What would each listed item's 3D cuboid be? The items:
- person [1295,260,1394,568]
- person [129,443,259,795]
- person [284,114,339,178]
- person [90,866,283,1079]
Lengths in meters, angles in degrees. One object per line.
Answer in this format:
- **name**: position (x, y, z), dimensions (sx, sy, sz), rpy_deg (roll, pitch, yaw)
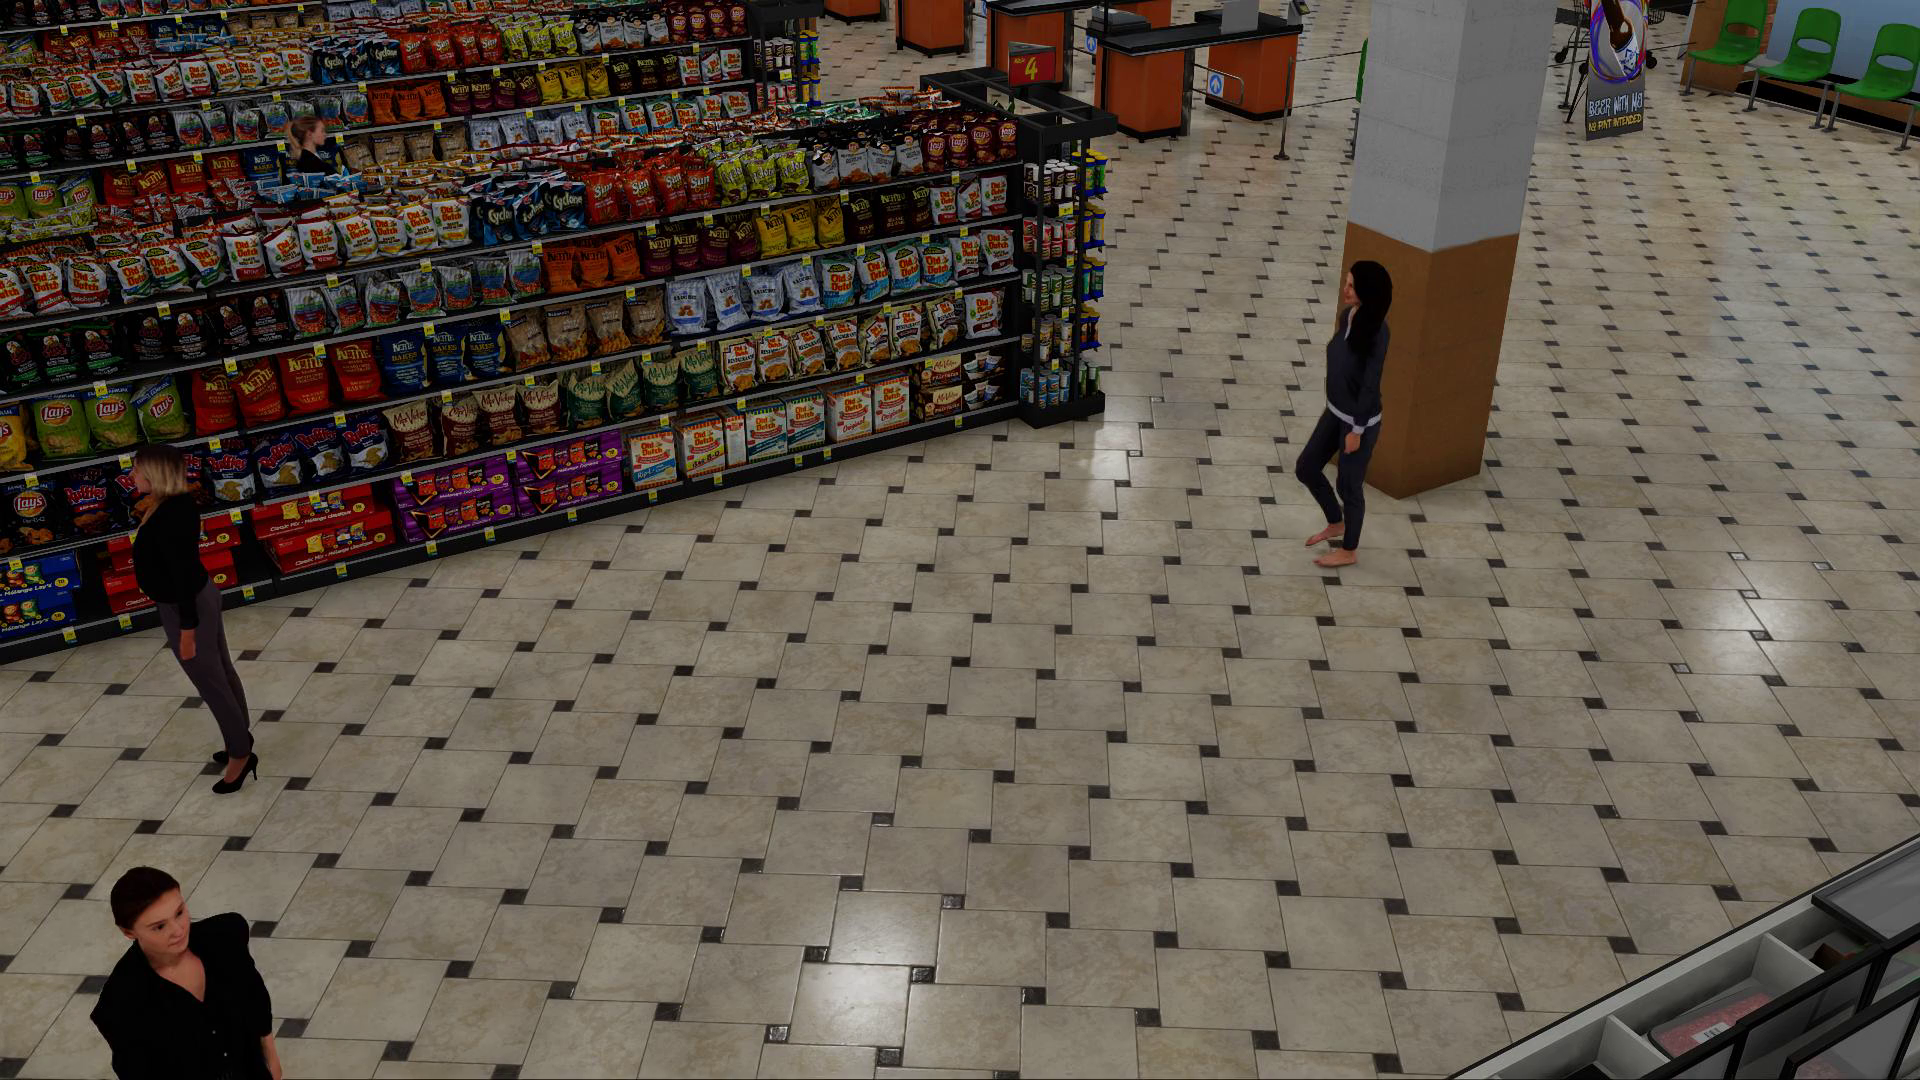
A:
- **person**: position (2.192, -0.666, 8.987), dimensions (0.646, 1.760, 0.654), rpy_deg (-10, 30, -17)
- **person**: position (-3.317, 0.340, 7.236), dimensions (0.589, 1.671, 0.640), rpy_deg (-9, 30, -16)
- **person**: position (-4.506, -2.159, 11.779), dimensions (0.507, 1.705, 0.598), rpy_deg (-16, 32, -26)
- **person**: position (-2.267, 1.616, 4.872), dimensions (0.974, 1.697, 0.981), rpy_deg (15, 32, 25)
